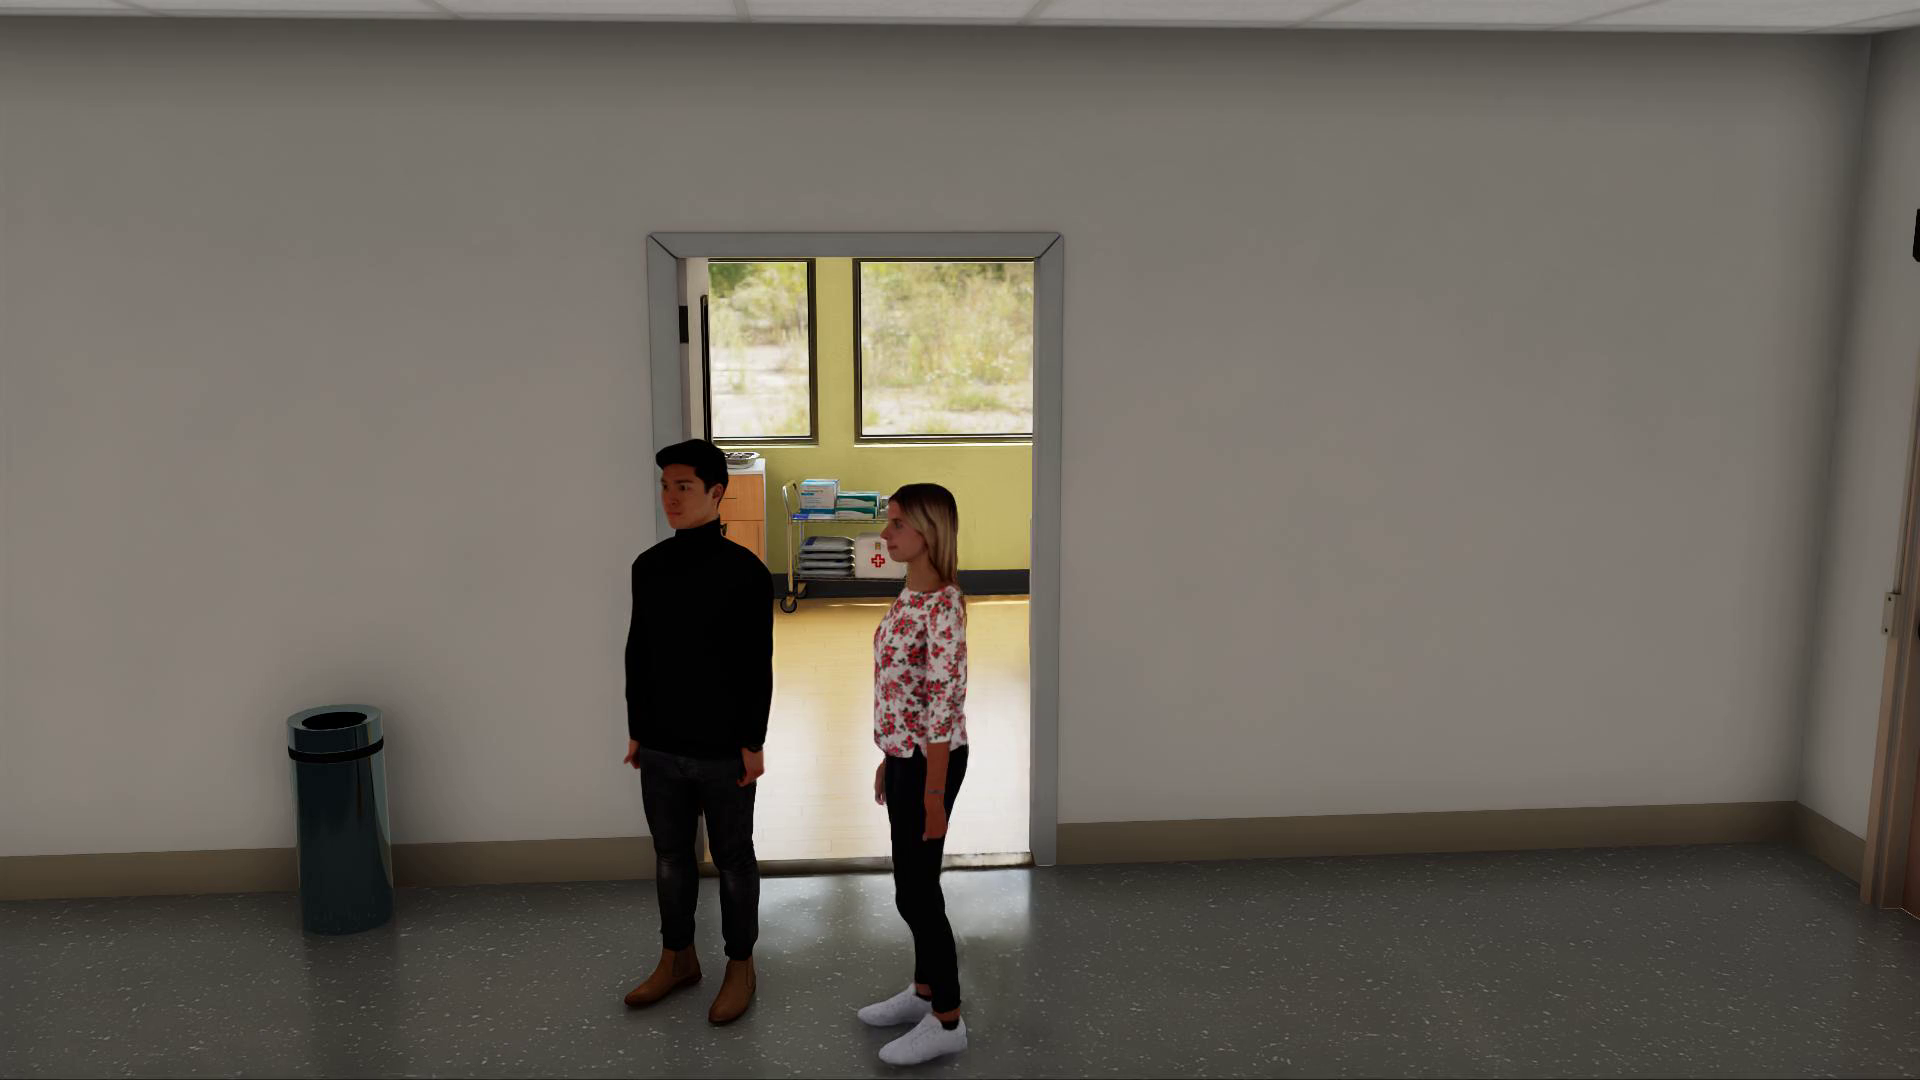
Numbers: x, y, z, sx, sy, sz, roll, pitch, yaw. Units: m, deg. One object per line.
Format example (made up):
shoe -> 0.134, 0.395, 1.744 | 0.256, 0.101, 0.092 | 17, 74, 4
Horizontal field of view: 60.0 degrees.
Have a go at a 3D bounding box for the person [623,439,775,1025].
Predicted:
person -> -0.780, 0.555, 4.955 | 0.650, 1.723, 0.782 | 5, 12, 23

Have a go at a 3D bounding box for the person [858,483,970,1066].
person -> -0.081, 0.638, 4.767 | 0.583, 1.629, 0.624 | -3, 11, -14
